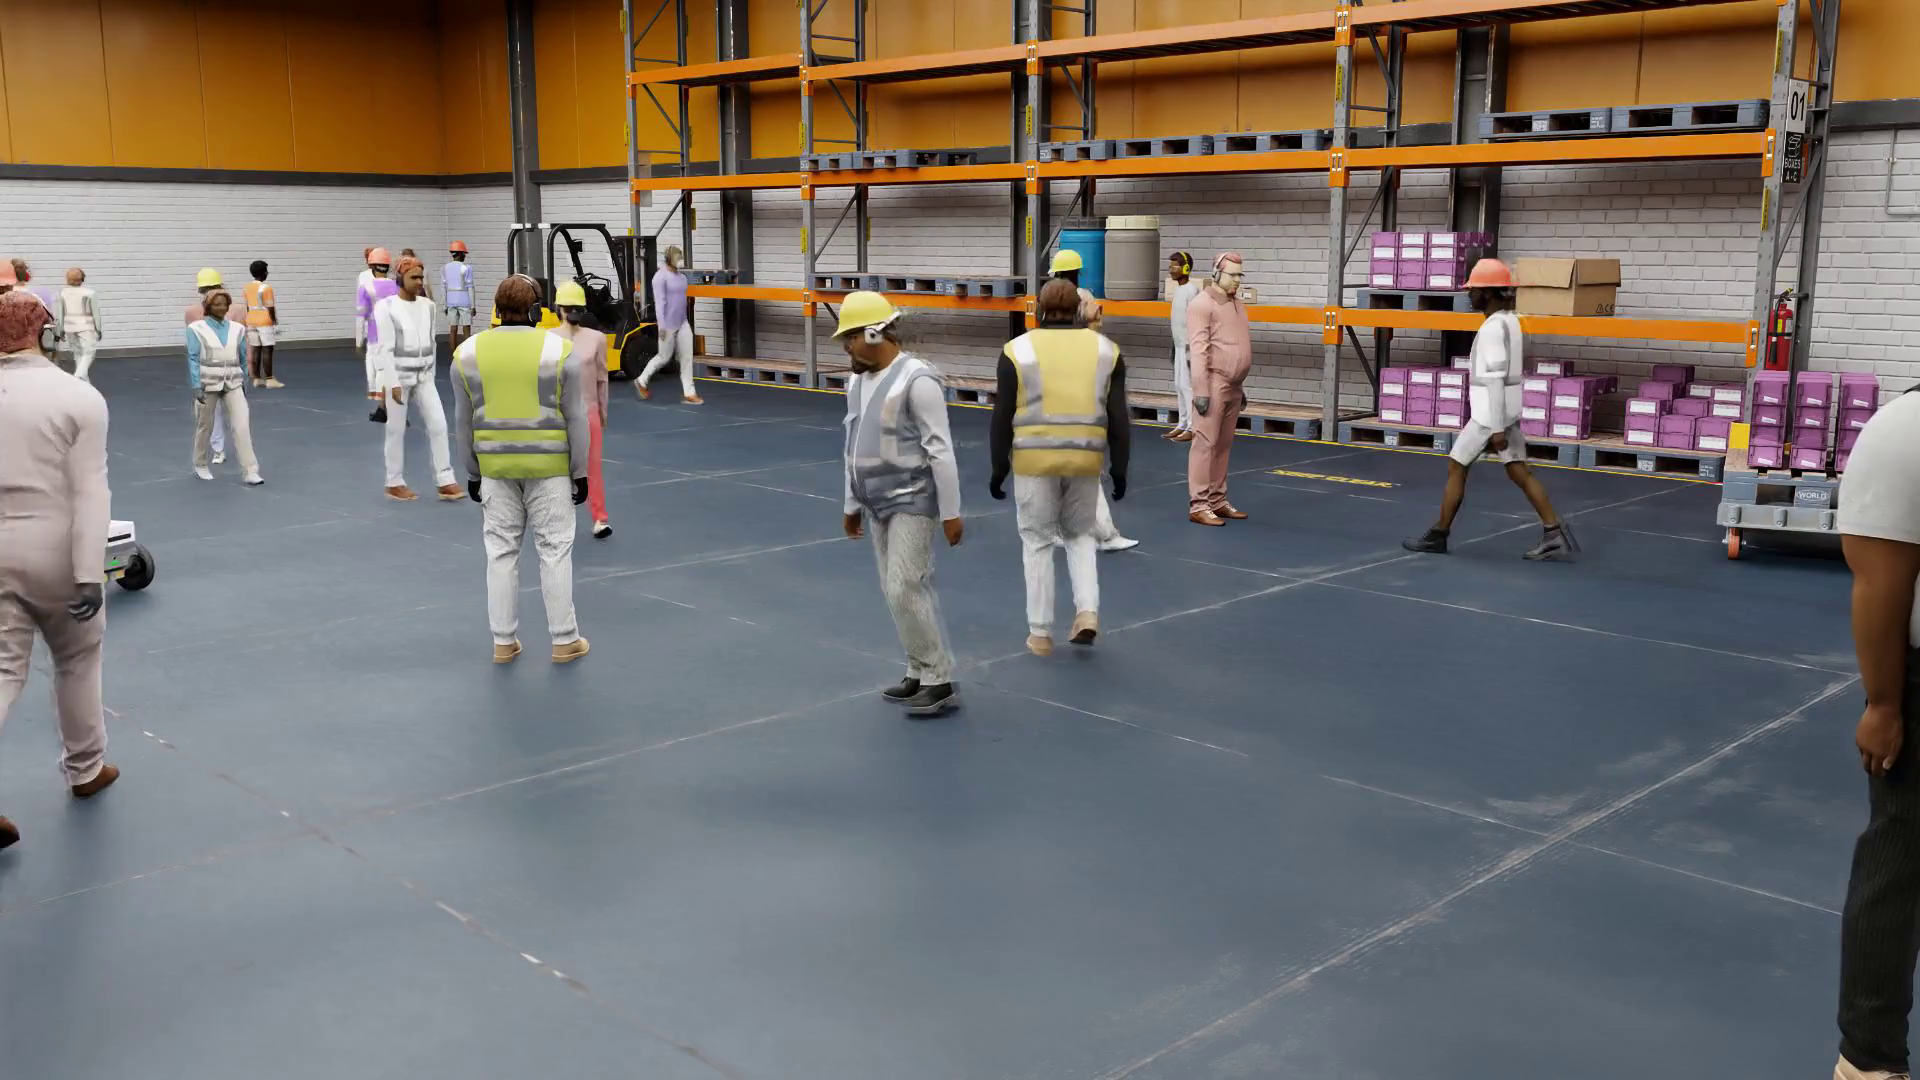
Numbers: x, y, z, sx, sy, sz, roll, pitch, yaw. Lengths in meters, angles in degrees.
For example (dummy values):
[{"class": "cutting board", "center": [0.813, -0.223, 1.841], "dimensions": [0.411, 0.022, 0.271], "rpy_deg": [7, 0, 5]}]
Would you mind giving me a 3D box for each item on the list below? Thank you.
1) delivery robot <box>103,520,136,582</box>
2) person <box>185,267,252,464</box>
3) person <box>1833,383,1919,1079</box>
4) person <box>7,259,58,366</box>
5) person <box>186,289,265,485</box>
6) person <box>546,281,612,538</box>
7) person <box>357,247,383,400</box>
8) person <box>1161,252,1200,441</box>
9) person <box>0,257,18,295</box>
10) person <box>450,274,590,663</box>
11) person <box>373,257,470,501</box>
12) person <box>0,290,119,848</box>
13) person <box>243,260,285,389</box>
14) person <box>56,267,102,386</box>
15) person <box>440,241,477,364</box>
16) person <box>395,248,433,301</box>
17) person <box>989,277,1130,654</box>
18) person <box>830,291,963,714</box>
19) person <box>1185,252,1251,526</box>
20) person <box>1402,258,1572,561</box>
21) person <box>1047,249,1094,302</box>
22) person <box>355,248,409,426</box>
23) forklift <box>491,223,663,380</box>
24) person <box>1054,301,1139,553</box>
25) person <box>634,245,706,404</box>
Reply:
[{"class": "delivery robot", "center": [-5.010, 0.002, 9.333], "dimensions": [0.707, 0.478, 0.477], "rpy_deg": [3, 11, 15]}, {"class": "person", "center": [-6.670, -1.586, 15.006], "dimensions": [0.530, 1.742, 0.703], "rpy_deg": [-4, 11, -19]}, {"class": "person", "center": [2.344, 0.331, 3.739], "dimensions": [0.688, 2.000, 0.539], "rpy_deg": [-3, 11, -17]}, {"class": "person", "center": [-8.728, -1.708, 15.515], "dimensions": [0.588, 1.794, 0.960], "rpy_deg": [-9, 13, -39]}, {"class": "person", "center": [-6.064, -1.252, 13.599], "dimensions": [0.877, 1.593, 0.519], "rpy_deg": [10, 14, 43]}, {"class": "person", "center": [-2.602, -0.874, 11.195], "dimensions": [0.537, 1.711, 0.936], "rpy_deg": [-5, 11, -24]}, {"class": "person", "center": [-7.197, -2.661, 20.509], "dimensions": [0.604, 1.886, 0.417], "rpy_deg": [9, 14, 39]}, {"class": "person", "center": [2.203, -1.902, 16.425], "dimensions": [0.321, 1.860, 0.512], "rpy_deg": [-2, 11, -10]}, {"class": "person", "center": [-6.730, -1.052, 11.756], "dimensions": [0.536, 1.878, 1.041], "rpy_deg": [-8, 13, -38]}, {"class": "person", "center": [-2.047, -0.326, 7.866], "dimensions": [0.625, 1.844, 0.429], "rpy_deg": [0, 10, 1]}, {"class": "person", "center": [-4.091, -1.187, 12.534], "dimensions": [0.843, 1.851, 0.592], "rpy_deg": [7, 13, 35]}, {"class": "person", "center": [-3.230, 0.086, 5.651], "dimensions": [0.651, 1.850, 0.932], "rpy_deg": [-1, 10, -6]}, {"class": "person", "center": [-9.231, -2.846, 22.007], "dimensions": [0.538, 1.696, 0.318], "rpy_deg": [7, 12, 32]}, {"class": "person", "center": [-11.266, -2.669, 21.240], "dimensions": [0.529, 1.617, 0.690], "rpy_deg": [0, 10, -1]}, {"class": "person", "center": [-7.732, -3.645, 25.717], "dimensions": [0.545, 1.933, 0.376], "rpy_deg": [2, 11, 13]}, {"class": "person", "center": [-8.692, -3.748, 26.604], "dimensions": [0.574, 1.814, 0.625], "rpy_deg": [-1, 10, -4]}, {"class": "person", "center": [0.479, -0.348, 8.041], "dimensions": [0.668, 1.823, 0.436], "rpy_deg": [-2, 11, -11]}, {"class": "person", "center": [-0.274, -0.161, 7.095], "dimensions": [0.517, 1.792, 0.611], "rpy_deg": [-6, 12, -31]}, {"class": "person", "center": [1.844, -1.060, 11.708], "dimensions": [0.405, 1.903, 0.636], "rpy_deg": [8, 13, 36]}, {"class": "person", "center": [3.364, -0.802, 10.370], "dimensions": [1.025, 1.891, 0.555], "rpy_deg": [7, 13, 35]}, {"class": "person", "center": [0.863, -1.392, 13.508], "dimensions": [0.683, 1.899, 0.613], "rpy_deg": [3, 11, 15]}, {"class": "person", "center": [-6.117, -2.145, 17.671], "dimensions": [0.562, 1.889, 0.986], "rpy_deg": [-10, 14, -44]}, {"class": "forklift", "center": [-5.316, -3.263, 22.920], "dimensions": [2.313, 2.155, 1.214], "rpy_deg": [-10, 14, -44]}, {"class": "person", "center": [0.829, -0.717, 10.645], "dimensions": [0.809, 1.598, 0.537], "rpy_deg": [3, 11, 18]}, {"class": "person", "center": [-3.514, -2.589, 20.029], "dimensions": [0.899, 1.914, 0.635], "rpy_deg": [6, 12, 28]}]
